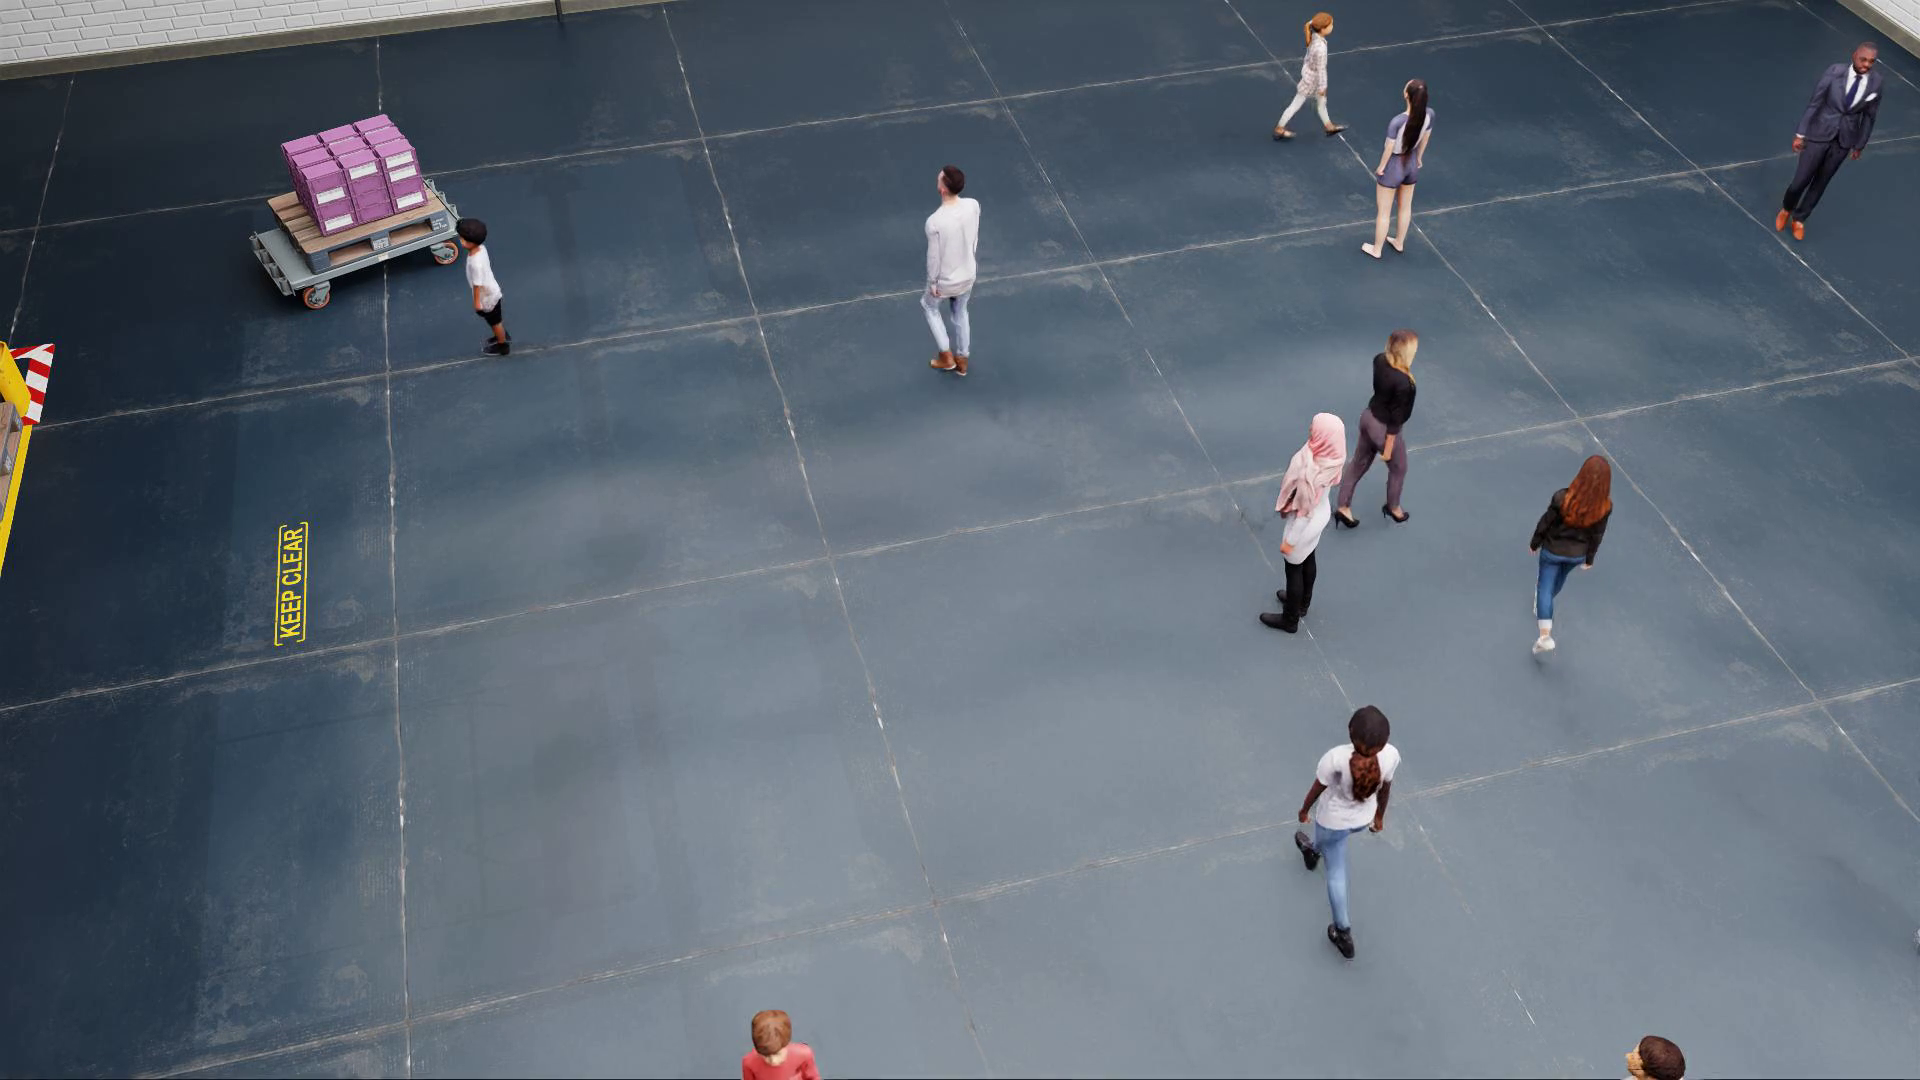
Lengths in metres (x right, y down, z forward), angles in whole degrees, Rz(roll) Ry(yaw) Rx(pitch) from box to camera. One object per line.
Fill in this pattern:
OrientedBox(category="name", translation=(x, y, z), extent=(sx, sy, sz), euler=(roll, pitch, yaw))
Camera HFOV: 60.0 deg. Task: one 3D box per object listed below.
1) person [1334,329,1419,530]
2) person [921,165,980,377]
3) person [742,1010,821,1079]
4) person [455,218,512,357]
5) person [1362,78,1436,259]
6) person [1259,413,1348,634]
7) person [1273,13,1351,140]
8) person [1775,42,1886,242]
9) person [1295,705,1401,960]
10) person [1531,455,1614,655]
OrientedBox(category="person", translation=(2.820, -0.721, 11.521), extent=(0.688, 1.644, 0.733), euler=(-11, 45, -11))
OrientedBox(category="person", translation=(-0.010, -2.015, 12.747), extent=(0.762, 1.826, 0.737), euler=(-26, 49, -25))
OrientedBox(category="person", translation=(-0.859, 2.692, 8.117), extent=(0.577, 1.397, 0.882), euler=(-6, 44, -6))
OrientedBox(category="person", translation=(-3.689, -1.985, 13.133), extent=(0.562, 1.250, 0.445), euler=(-5, 44, -6))
OrientedBox(category="person", translation=(3.728, -3.138, 14.054), extent=(0.624, 1.651, 0.572), euler=(-17, 46, -17))
OrientedBox(category="person", translation=(2.247, -0.115, 10.769), extent=(0.783, 1.803, 0.739), euler=(27, 50, 25))
OrientedBox(category="person", translation=(3.222, -4.296, 15.545), extent=(0.776, 1.268, 0.946), euler=(1, 44, 1))
OrientedBox(category="person", translation=(7.453, -3.475, 14.290), extent=(0.823, 1.813, 0.820), euler=(10, 45, 10))
OrientedBox(category="person", translation=(2.119, 1.588, 9.074), extent=(0.595, 1.675, 1.099), euler=(-9, 44, -10))
OrientedBox(category="person", translation=(3.936, 0.105, 10.788), extent=(0.796, 1.459, 1.021), euler=(4, 44, 4))
